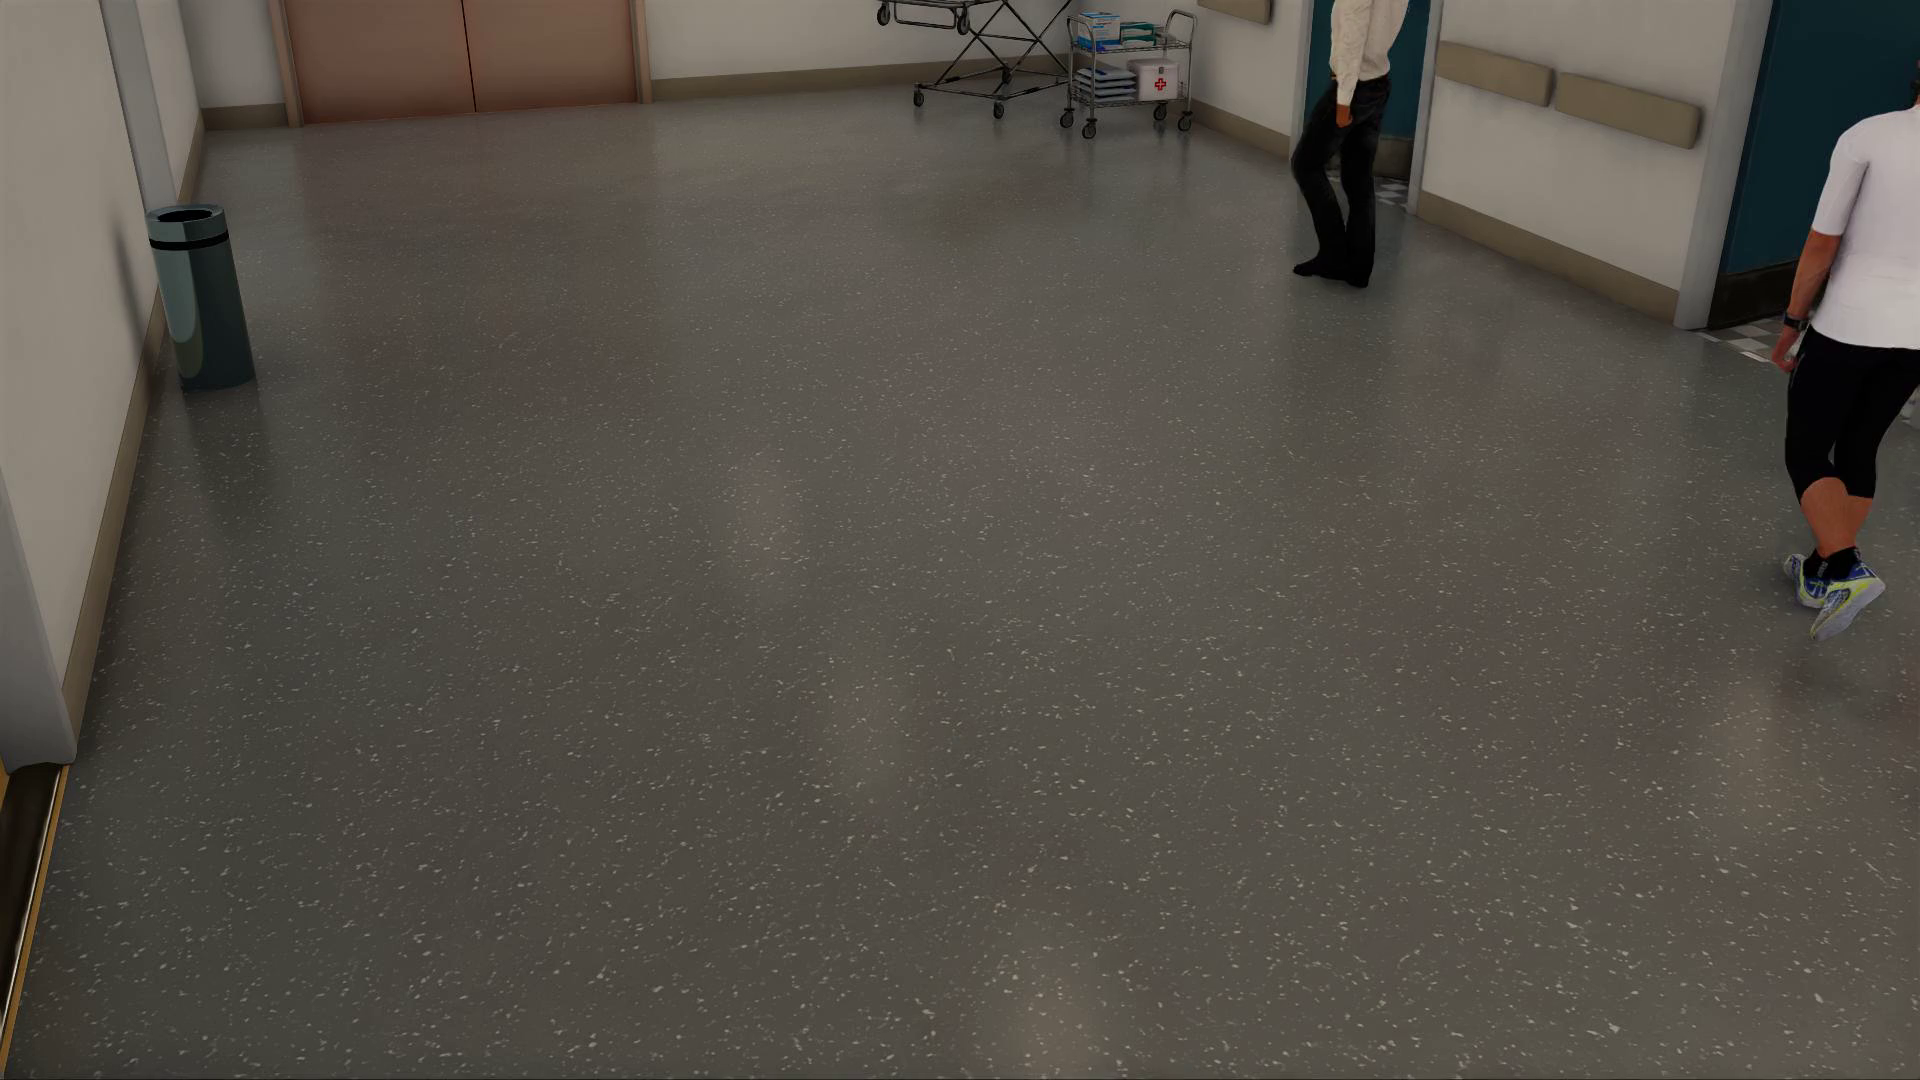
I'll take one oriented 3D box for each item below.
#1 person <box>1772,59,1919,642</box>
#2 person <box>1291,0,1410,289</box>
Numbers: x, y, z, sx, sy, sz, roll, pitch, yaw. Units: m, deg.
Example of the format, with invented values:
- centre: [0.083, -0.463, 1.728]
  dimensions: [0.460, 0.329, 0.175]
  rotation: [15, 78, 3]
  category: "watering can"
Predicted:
- centre: [2.618, -0.563, 4.707]
  dimensions: [0.942, 1.833, 1.112]
  rotation: [3, 26, 6]
  category: "person"
- centre: [1.964, -2.069, 7.882]
  dimensions: [0.827, 1.788, 0.795]
  rotation: [19, 31, 33]
  category: "person"
